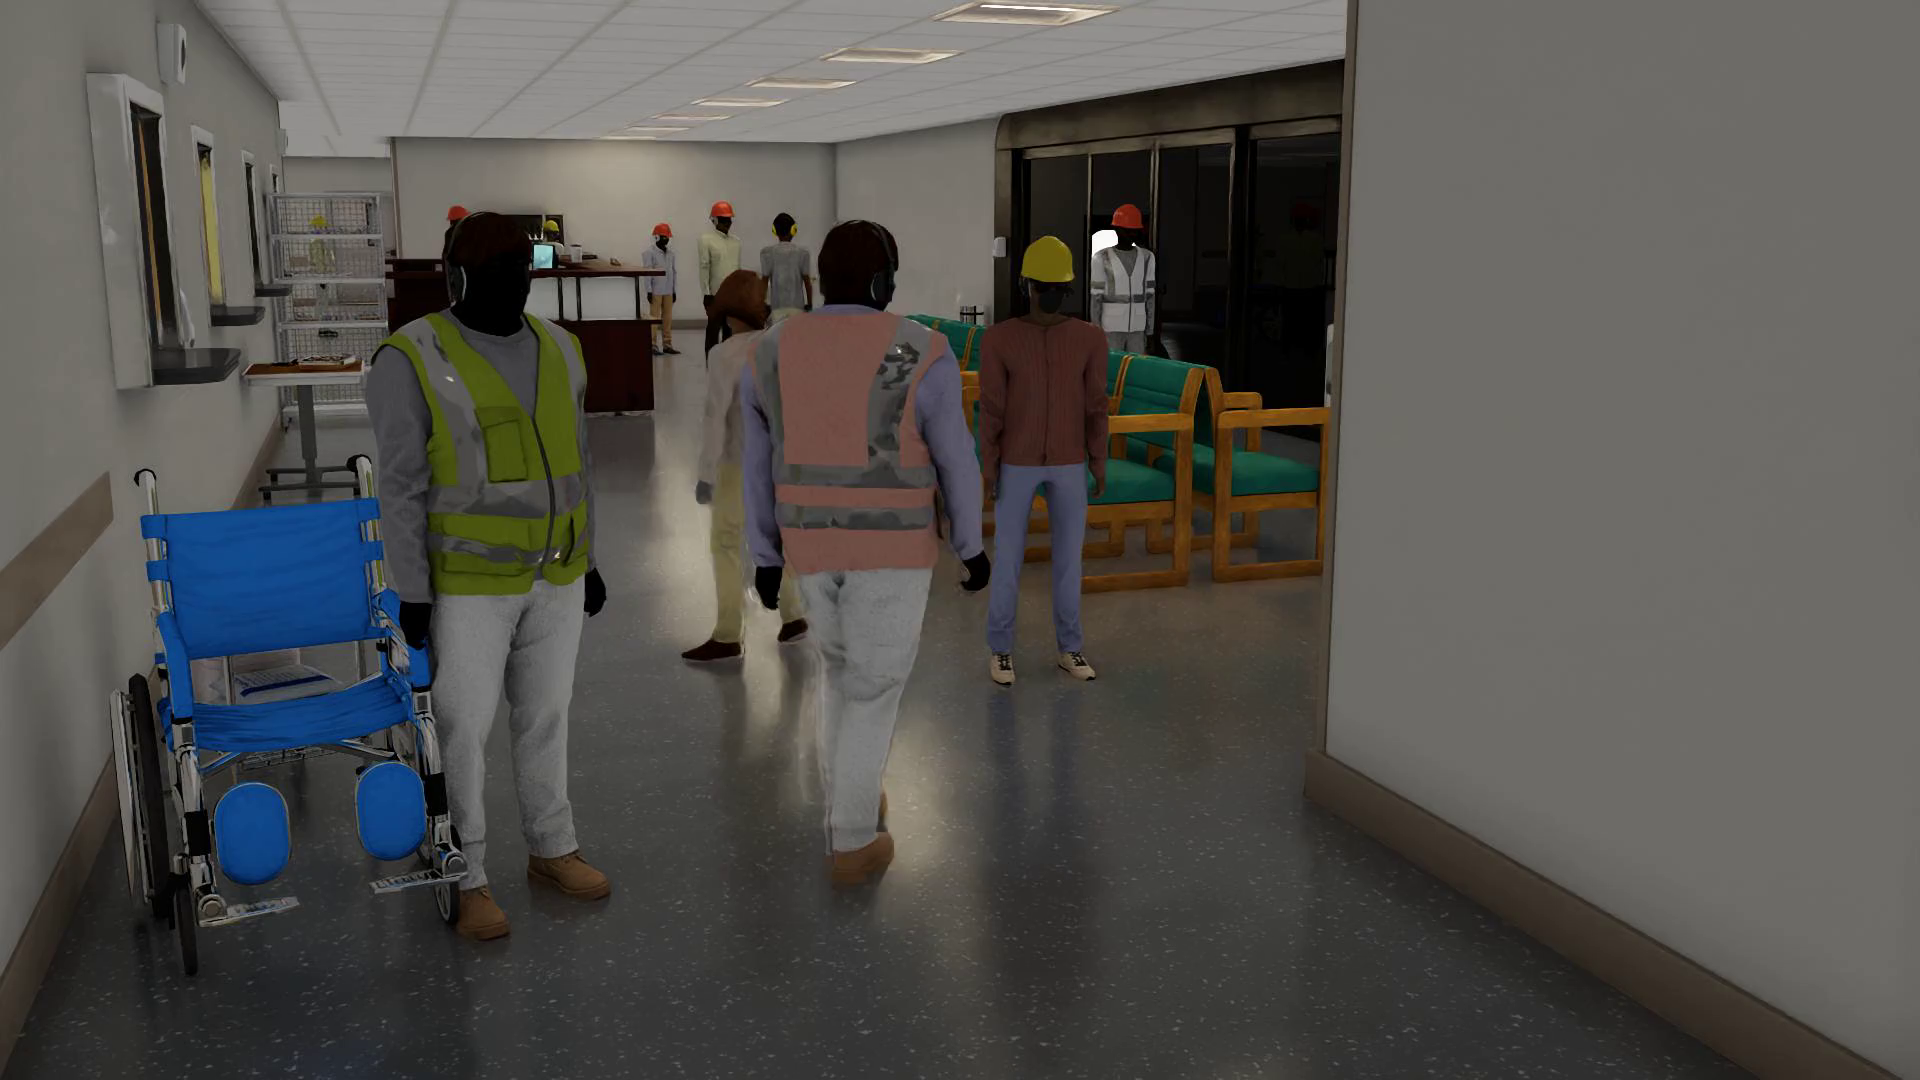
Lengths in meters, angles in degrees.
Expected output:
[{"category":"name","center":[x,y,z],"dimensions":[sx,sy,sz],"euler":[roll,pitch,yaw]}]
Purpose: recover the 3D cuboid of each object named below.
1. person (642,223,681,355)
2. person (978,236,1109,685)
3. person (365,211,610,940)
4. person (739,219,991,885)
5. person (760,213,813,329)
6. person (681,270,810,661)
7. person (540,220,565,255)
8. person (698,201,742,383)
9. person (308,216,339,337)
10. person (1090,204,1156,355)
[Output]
[{"category":"person","center":[-3.943,-3.319,22.038],"dimensions":[0.352,1.743,0.564],"euler":[8,13,34]},{"category":"person","center":[0.330,-0.297,6.505],"dimensions":[0.521,1.758,0.349],"euler":[-2,11,-11]},{"category":"person","center":[-1.180,0.086,4.314],"dimensions":[0.429,1.843,0.633],"euler":[9,14,39]},{"category":"person","center":[-0.233,0.018,4.718],"dimensions":[0.629,1.815,0.700],"euler":[5,12,25]},{"category":"person","center":[-1.665,-2.204,16.015],"dimensions":[0.519,1.865,0.326],"euler":[-1,11,-4]},{"category":"person","center":[-0.885,-0.301,6.872],"dimensions":[0.395,1.614,0.566],"euler":[5,12,24]},{"category":"person","center":[-6.031,-3.843,24.667],"dimensions":[0.525,1.771,0.305],"euler":[5,12,24]},{"category":"person","center":[-2.610,-2.722,18.330],"dimensions":[0.376,1.995,0.612],"euler":[9,14,38]},{"category":"person","center":[-9.720,-4.017,25.386],"dimensions":[0.404,1.834,0.600],"euler":[-4,12,-21]},{"category":"person","center":[1.316,-1.709,13.320],"dimensions":[0.546,1.929,0.392],"euler":[-3,12,-16]}]
